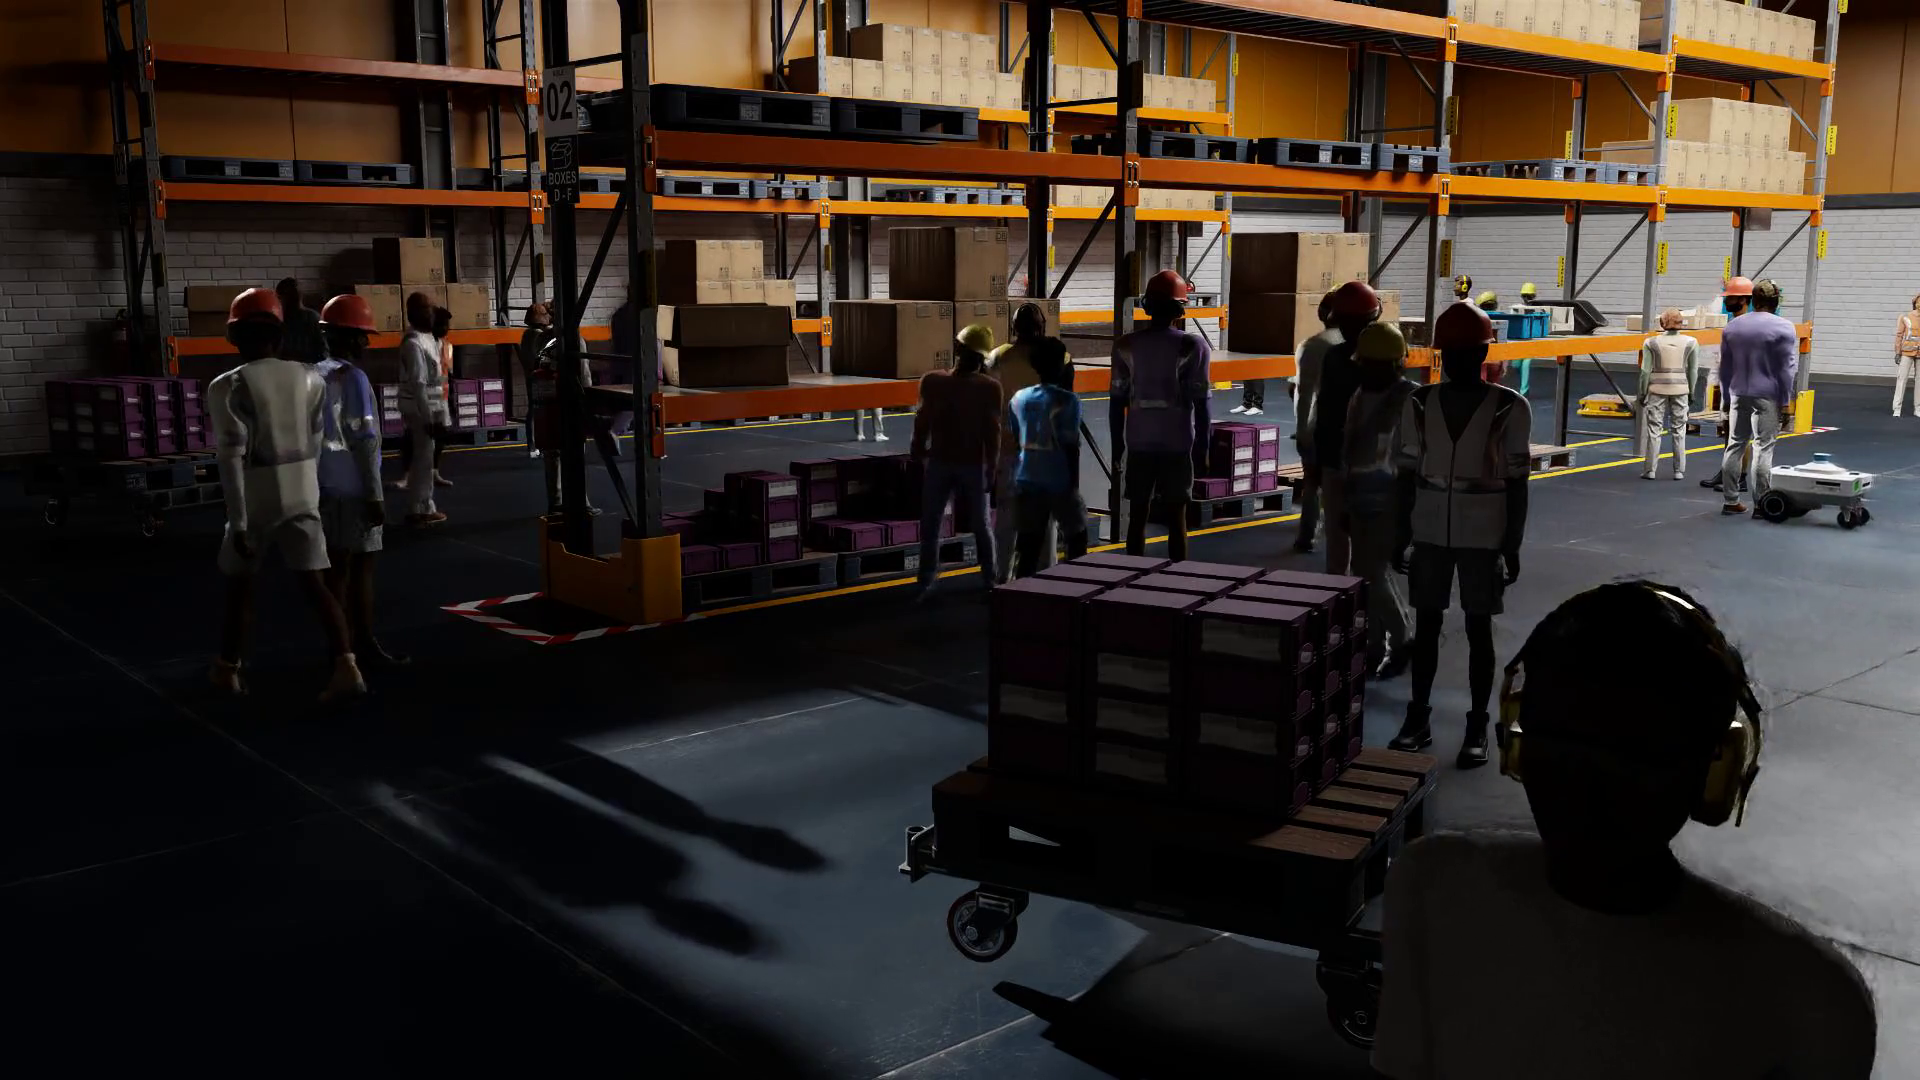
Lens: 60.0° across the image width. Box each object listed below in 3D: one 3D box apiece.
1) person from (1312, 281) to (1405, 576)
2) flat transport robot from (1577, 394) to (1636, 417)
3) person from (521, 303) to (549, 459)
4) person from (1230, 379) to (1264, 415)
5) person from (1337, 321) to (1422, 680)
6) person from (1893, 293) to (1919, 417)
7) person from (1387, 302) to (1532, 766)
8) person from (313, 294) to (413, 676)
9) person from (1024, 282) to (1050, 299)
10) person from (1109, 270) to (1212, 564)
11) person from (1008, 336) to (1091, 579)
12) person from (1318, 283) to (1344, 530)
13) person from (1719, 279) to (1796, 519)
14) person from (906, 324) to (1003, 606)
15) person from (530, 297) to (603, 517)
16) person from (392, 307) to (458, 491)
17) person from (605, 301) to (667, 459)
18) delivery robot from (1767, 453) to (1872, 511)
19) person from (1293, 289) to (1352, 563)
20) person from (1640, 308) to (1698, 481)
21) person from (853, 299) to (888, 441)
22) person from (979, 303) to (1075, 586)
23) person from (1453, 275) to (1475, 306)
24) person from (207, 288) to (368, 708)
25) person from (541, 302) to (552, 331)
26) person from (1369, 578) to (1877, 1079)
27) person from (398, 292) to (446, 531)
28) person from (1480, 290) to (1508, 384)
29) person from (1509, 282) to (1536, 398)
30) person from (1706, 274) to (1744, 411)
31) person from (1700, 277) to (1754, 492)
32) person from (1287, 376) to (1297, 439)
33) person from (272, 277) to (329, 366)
[{"bbox_3d":[2.191,-0.446,9.301,0.391,1.989,0.611,-6,11,-31],"label":"person"},{"bbox_3d":[8.737,-1.812,22.325,0.652,0.197,1.431,5,11,28],"label":"flat transport robot"},{"bbox_3d":[-4.410,-1.663,17.453,0.275,1.636,0.507,-9,13,-43],"label":"person"},{"bbox_3d":[3.934,-2.641,22.361,0.391,1.920,0.593,-4,10,-22],"label":"person"},{"bbox_3d":[2.063,-0.175,8.231,0.430,1.810,0.624,-4,10,-21],"label":"person"},{"bbox_3d":[12.613,-2.434,21.958,0.513,1.641,0.309,3,10,15],"label":"person"},{"bbox_3d":[2.071,-0.018,6.946,0.551,1.934,0.372,6,11,32],"label":"person"},{"bbox_3d":[-3.085,-0.276,8.474,0.543,1.933,0.363,9,13,42],"label":"person"},{"bbox_3d":[0.666,-1.761,17.229,1.082,1.929,0.653,-9,13,-43],"label":"person"},{"bbox_3d":[1.201,-0.581,9.932,0.615,2.040,0.391,4,10,21],"label":"person"},{"bbox_3d":[0.495,-0.322,9.496,0.556,1.669,0.543,9,13,42],"label":"person"},{"bbox_3d":[2.980,-1.024,12.902,0.587,1.919,0.403,-9,13,-41],"label":"person"},{"bbox_3d":[6.463,-1.140,13.510,0.379,1.940,0.629,-5,11,-29],"label":"person"},{"bbox_3d":[-0.021,-0.447,10.107,0.589,1.728,0.378,2,10,13],"label":"person"},{"bbox_3d":[-3.206,-1.089,13.537,0.591,1.828,0.404,7,12,34],"label":"person"},{"bbox_3d":[-4.879,-1.278,15.111,0.386,1.662,0.676,7,12,34],"label":"person"},{"bbox_3d":[-3.362,-1.753,17.259,0.658,1.889,0.538,8,12,38],"label":"person"},{"bbox_3d":[6.826,-0.446,13.219,0.477,0.478,0.707,-10,14,-44],"label":"delivery robot"},{"bbox_3d":[2.628,-0.796,11.632,0.639,1.913,0.910,-2,10,-9],"label":"person"},{"bbox_3d":[6.711,-1.375,15.768,0.511,1.638,0.308,2,10,12],"label":"person"},{"bbox_3d":[-1.041,-1.942,19.130,0.505,1.627,0.294,4,10,22],"label":"person"},{"bbox_3d":[0.436,-0.580,10.558,0.618,1.836,0.430,3,10,19],"label":"person"},{"bbox_3d":[6.706,-2.590,22.234,0.310,1.860,0.533,0,10,0],"label":"person"},{"bbox_3d":[-3.222,-0.186,7.844,1.079,1.999,0.607,8,12,38],"label":"person"},{"bbox_3d":[-4.501,-1.788,18.223,0.496,1.629,0.277,9,13,43],"label":"person"},{"bbox_3d":[0.667,0.918,1.807,0.958,1.830,0.520,-9,13,-42],"label":"person"},{"bbox_3d":[-4.211,-1.011,13.031,0.345,1.857,0.670,-2,10,-11],"label":"person"},{"bbox_3d":[6.219,-2.081,19.636,0.523,1.725,0.835,1,10,7],"label":"person"},{"bbox_3d":[8.375,-2.936,24.573,0.520,1.748,0.666,8,13,40],"label":"person"},{"bbox_3d":[10.253,-2.553,21.931,0.784,1.881,0.673,-2,10,-9],"label":"person"},{"bbox_3d":[6.988,-1.398,15.022,0.365,1.939,0.542,1,10,4],"label":"person"},{"bbox_3d":[3.986,-2.059,18.950,0.470,1.923,0.552,-5,11,-28],"label":"person"},{"bbox_3d":[-5.875,-1.362,14.820,0.635,1.935,0.350,4,10,22],"label":"person"}]
